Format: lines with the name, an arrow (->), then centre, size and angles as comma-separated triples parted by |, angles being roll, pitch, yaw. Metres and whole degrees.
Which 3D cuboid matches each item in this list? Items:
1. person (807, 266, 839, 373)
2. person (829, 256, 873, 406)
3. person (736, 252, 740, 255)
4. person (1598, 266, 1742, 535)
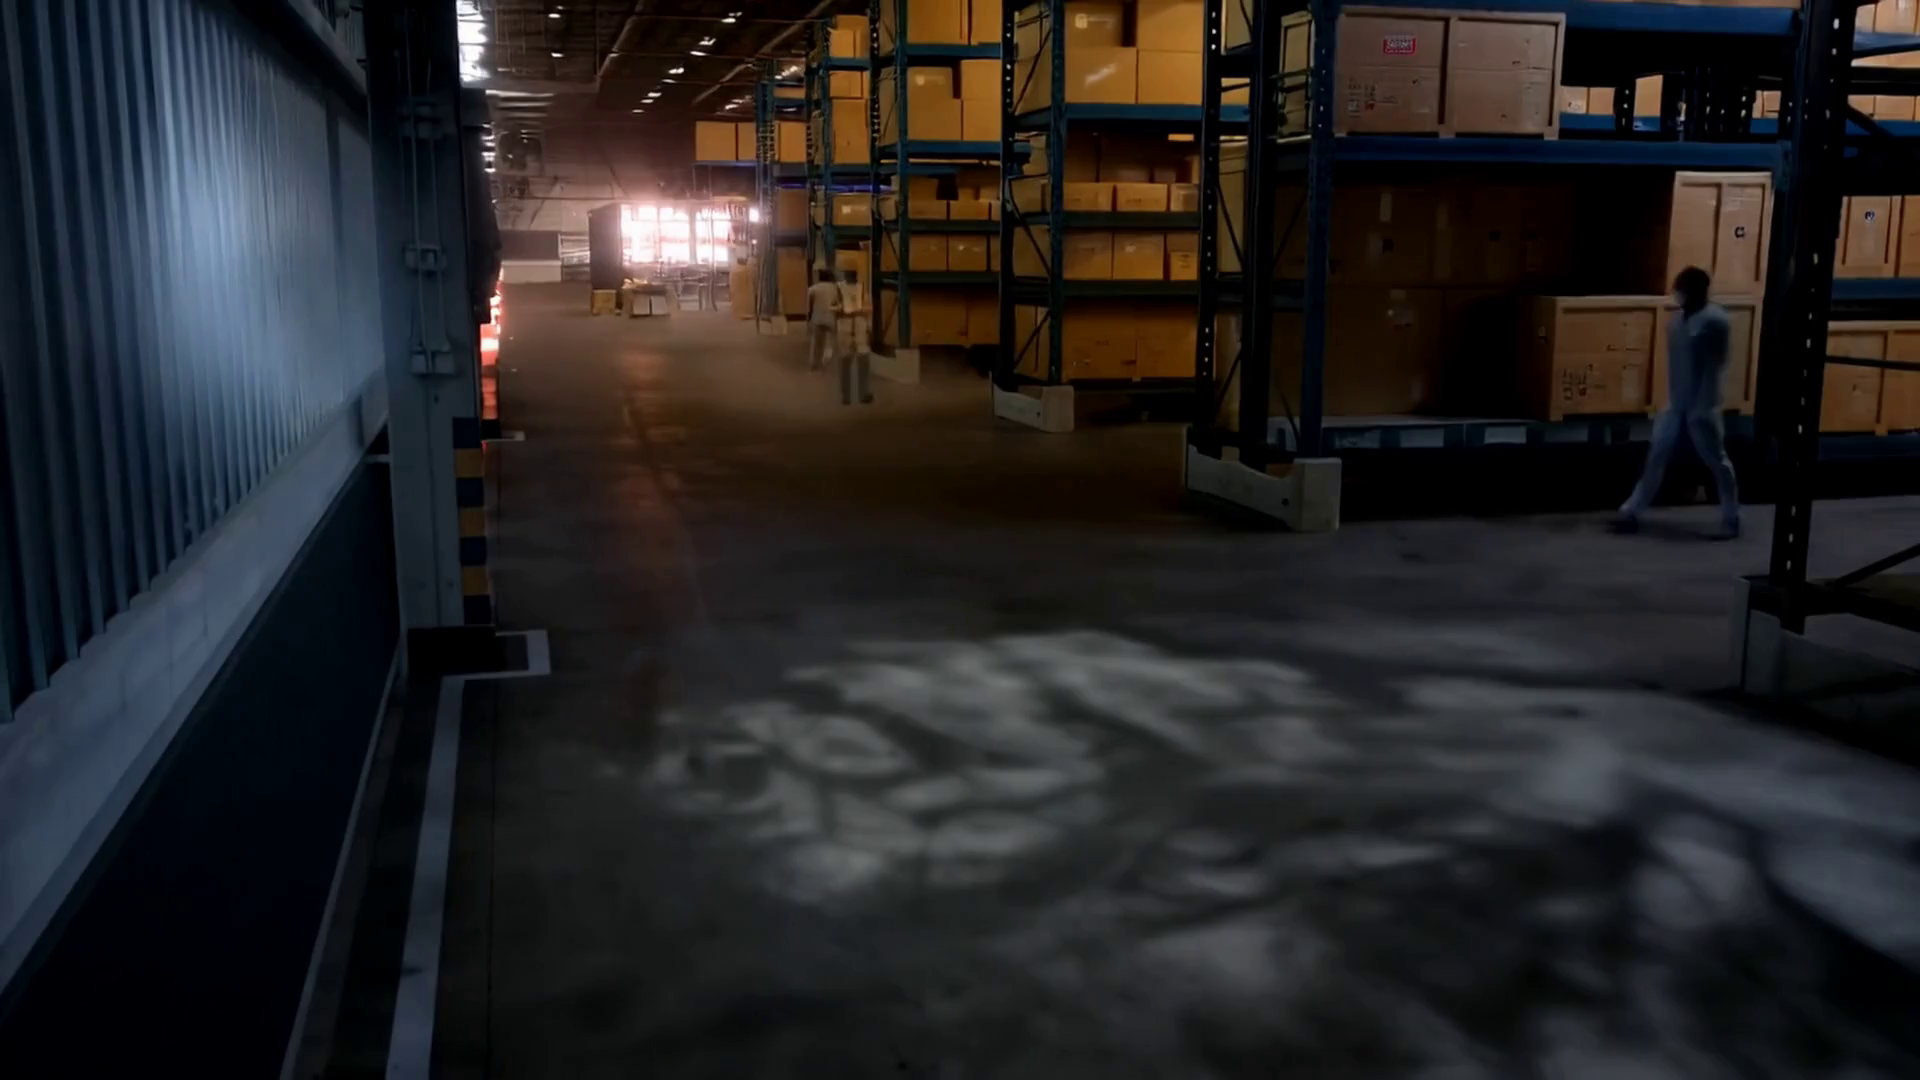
person -> -2.195, -3.555, 26.823 | 0.678, 1.707, 0.678 | 4, 11, 21
person -> -1.366, -2.637, 21.117 | 0.579, 1.883, 0.992 | -3, 10, -15
person -> -9.137, -11.018, 68.727 | 0.404, 1.832, 0.592 | -4, 11, -21
person -> 5.072, -0.958, 11.630 | 1.011, 1.888, 0.641 | -2, 10, -10
